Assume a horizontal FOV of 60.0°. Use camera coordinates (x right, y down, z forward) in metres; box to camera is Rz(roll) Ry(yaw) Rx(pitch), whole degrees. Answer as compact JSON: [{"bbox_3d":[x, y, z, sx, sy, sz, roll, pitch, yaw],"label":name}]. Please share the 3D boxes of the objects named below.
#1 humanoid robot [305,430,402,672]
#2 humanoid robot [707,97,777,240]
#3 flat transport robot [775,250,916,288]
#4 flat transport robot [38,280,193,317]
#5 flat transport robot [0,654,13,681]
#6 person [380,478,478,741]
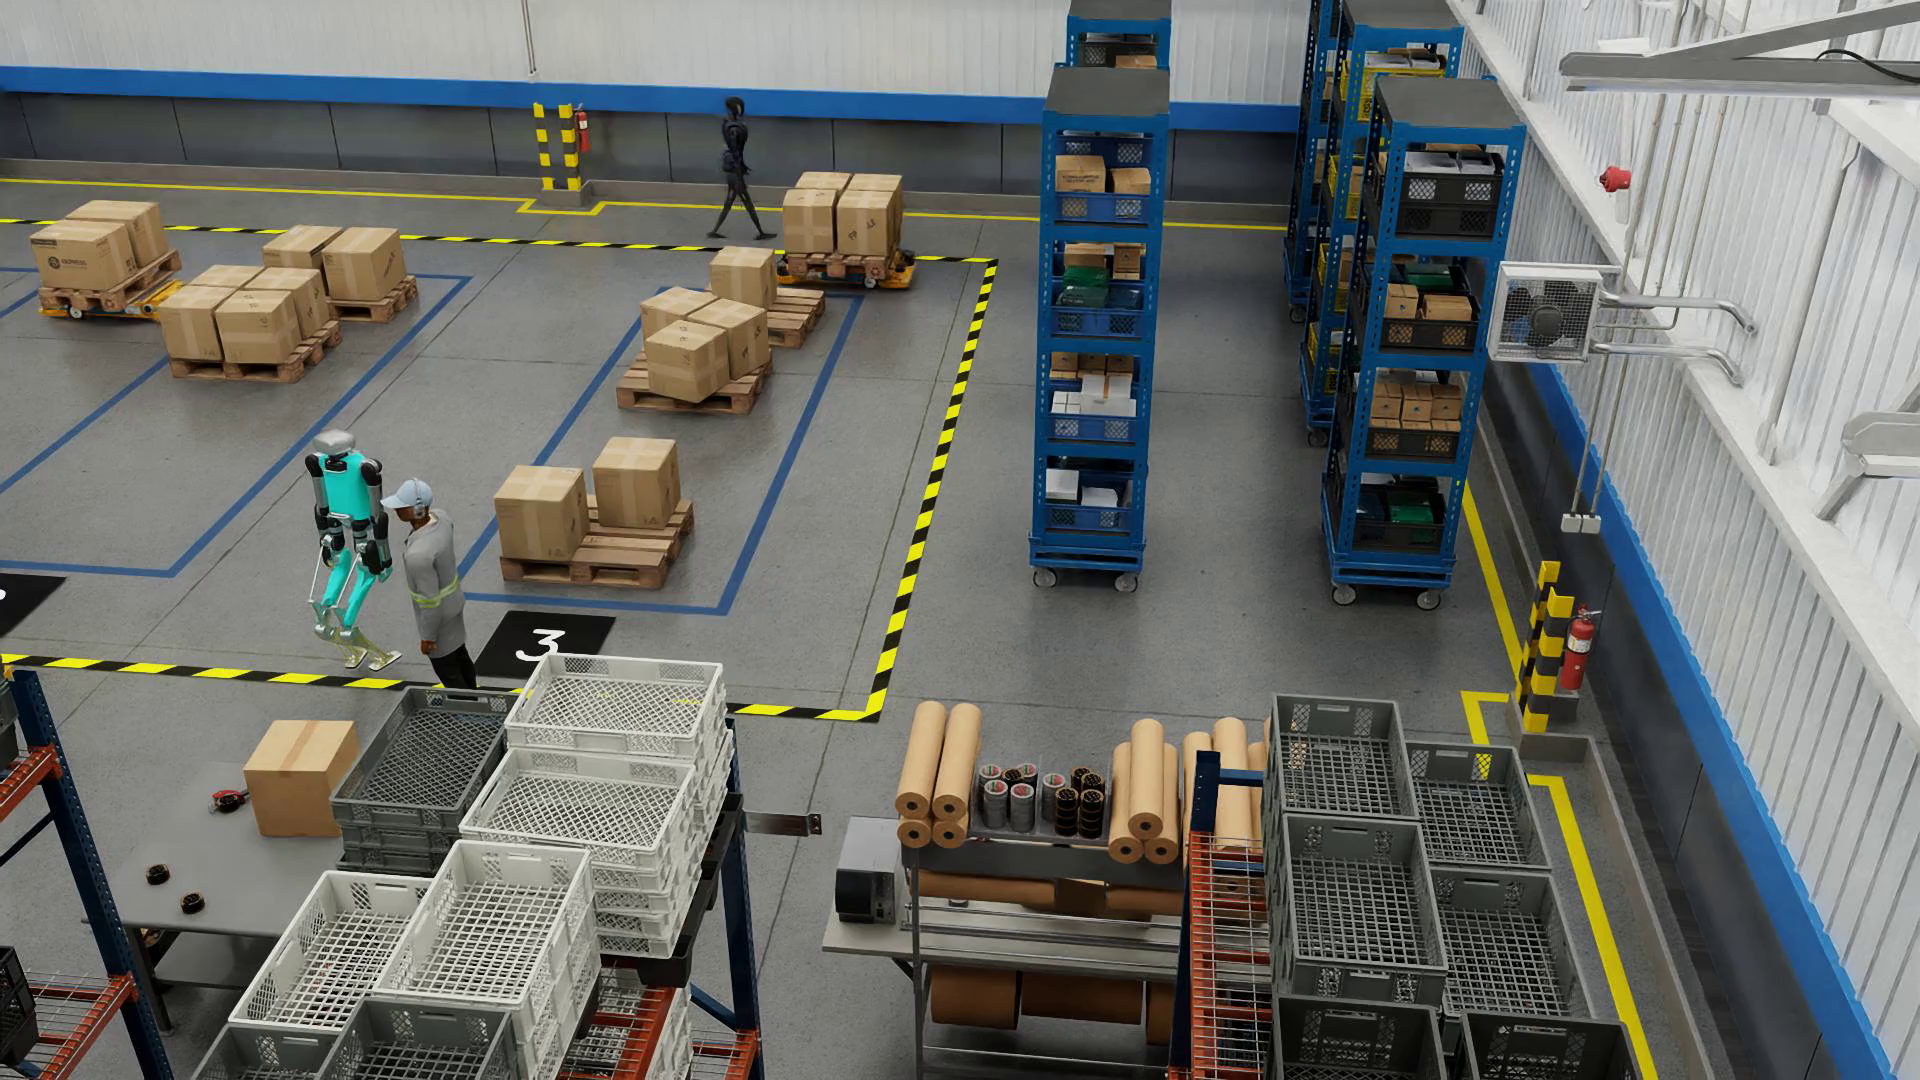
[{"bbox_3d":[-4.048,0.149,10.829,0.533,1.673,0.735,9,31,15],"label":"humanoid robot"},{"bbox_3d":[-2.462,-4.096,18.369,0.793,1.629,0.608,-2,30,-4],"label":"humanoid robot"},{"bbox_3d":[-1.220,-2.910,17.644,1.431,0.197,0.652,3,30,6],"label":"flat transport robot"},{"bbox_3d":[-8.508,-2.463,16.876,1.431,0.197,0.652,3,30,6],"label":"flat transport robot"},{"bbox_3d":[-7.142,0.969,11.010,1.431,0.231,0.659,3,30,6],"label":"flat transport robot"},{"bbox_3d":[-3.265,0.440,10.342,0.359,1.851,0.596,-2,30,-3],"label":"person"}]
